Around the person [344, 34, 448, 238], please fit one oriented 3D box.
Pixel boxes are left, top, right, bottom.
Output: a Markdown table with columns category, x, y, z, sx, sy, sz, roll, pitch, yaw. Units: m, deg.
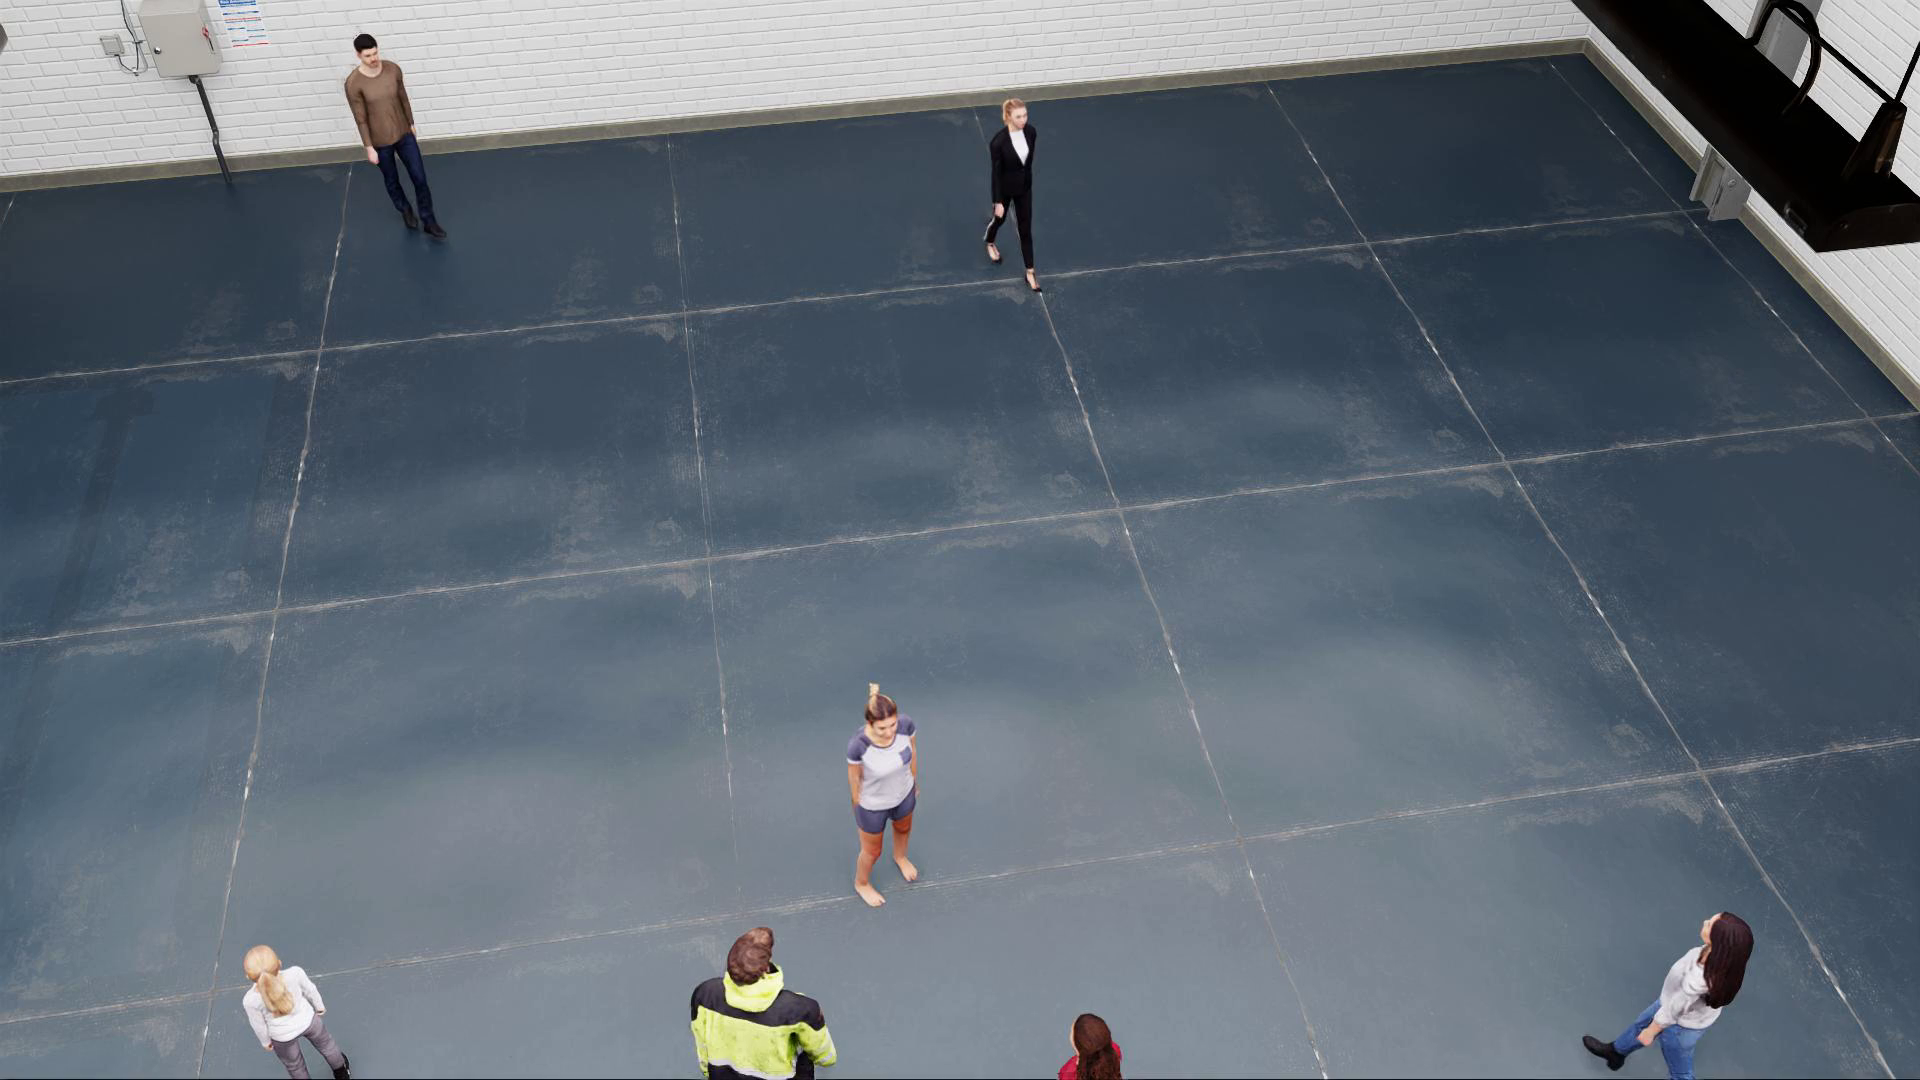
| category | x | y | z | sx | sy | sz | roll | pitch | yaw |
| --- | --- | --- | --- | --- | --- | --- | --- | --- | --- |
| person | -4.926 | -3.507 | 14.266 | 0.873 | 1.862 | 1.000 | -25 | 49 | -24 |

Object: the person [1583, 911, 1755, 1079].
| category | x | y | z | sx | sy | sz | roll | pitch | yaw |
| --- | --- | --- | --- | --- | --- | --- | --- | --- | --- |
| person | 3.651 | 2.436 | 8.225 | 0.945 | 1.592 | 1.128 | -30 | 51 | -28 |

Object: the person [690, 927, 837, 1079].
| category | x | y | z | sx | sy | sz | roll | pitch | yaw |
| --- | --- | --- | --- | --- | --- | --- | --- | --- | --- |
| person | -0.951 | 2.567 | 7.843 | 1.118 | 1.929 | 1.375 | 10 | 44 | 10 |

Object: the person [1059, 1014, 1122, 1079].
| category | x | y | z | sx | sy | sz | roll | pitch | yaw |
| --- | --- | --- | --- | --- | --- | --- | --- | --- | --- |
| person | 0.649 | 2.788 | 7.900 | 0.761 | 1.530 | 0.926 | -26 | 49 | -25 |

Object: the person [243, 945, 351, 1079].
| category | x | y | z | sx | sy | sz | roll | pitch | yaw |
| --- | --- | --- | --- | --- | --- | --- | --- | --- | --- |
| person | -3.384 | 2.457 | 8.429 | 0.577 | 1.279 | 0.615 | -31 | 52 | -28 |

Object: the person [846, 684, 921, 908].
| category | x | y | z | sx | sy | sz | roll | pitch | yaw |
| --- | --- | --- | --- | --- | --- | --- | --- | --- | --- |
| person | -0.426 | 1.402 | 9.290 | 0.646 | 1.619 | 0.640 | -23 | 48 | -23 |

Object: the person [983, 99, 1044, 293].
| category | x | y | z | sx | sy | sz | roll | pitch | yaw |
| --- | --- | --- | --- | --- | --- | --- | --- | --- | --- |
| person | 0.374 | -2.911 | 13.789 | 0.886 | 1.659 | 1.149 | -22 | 48 | -21 |
